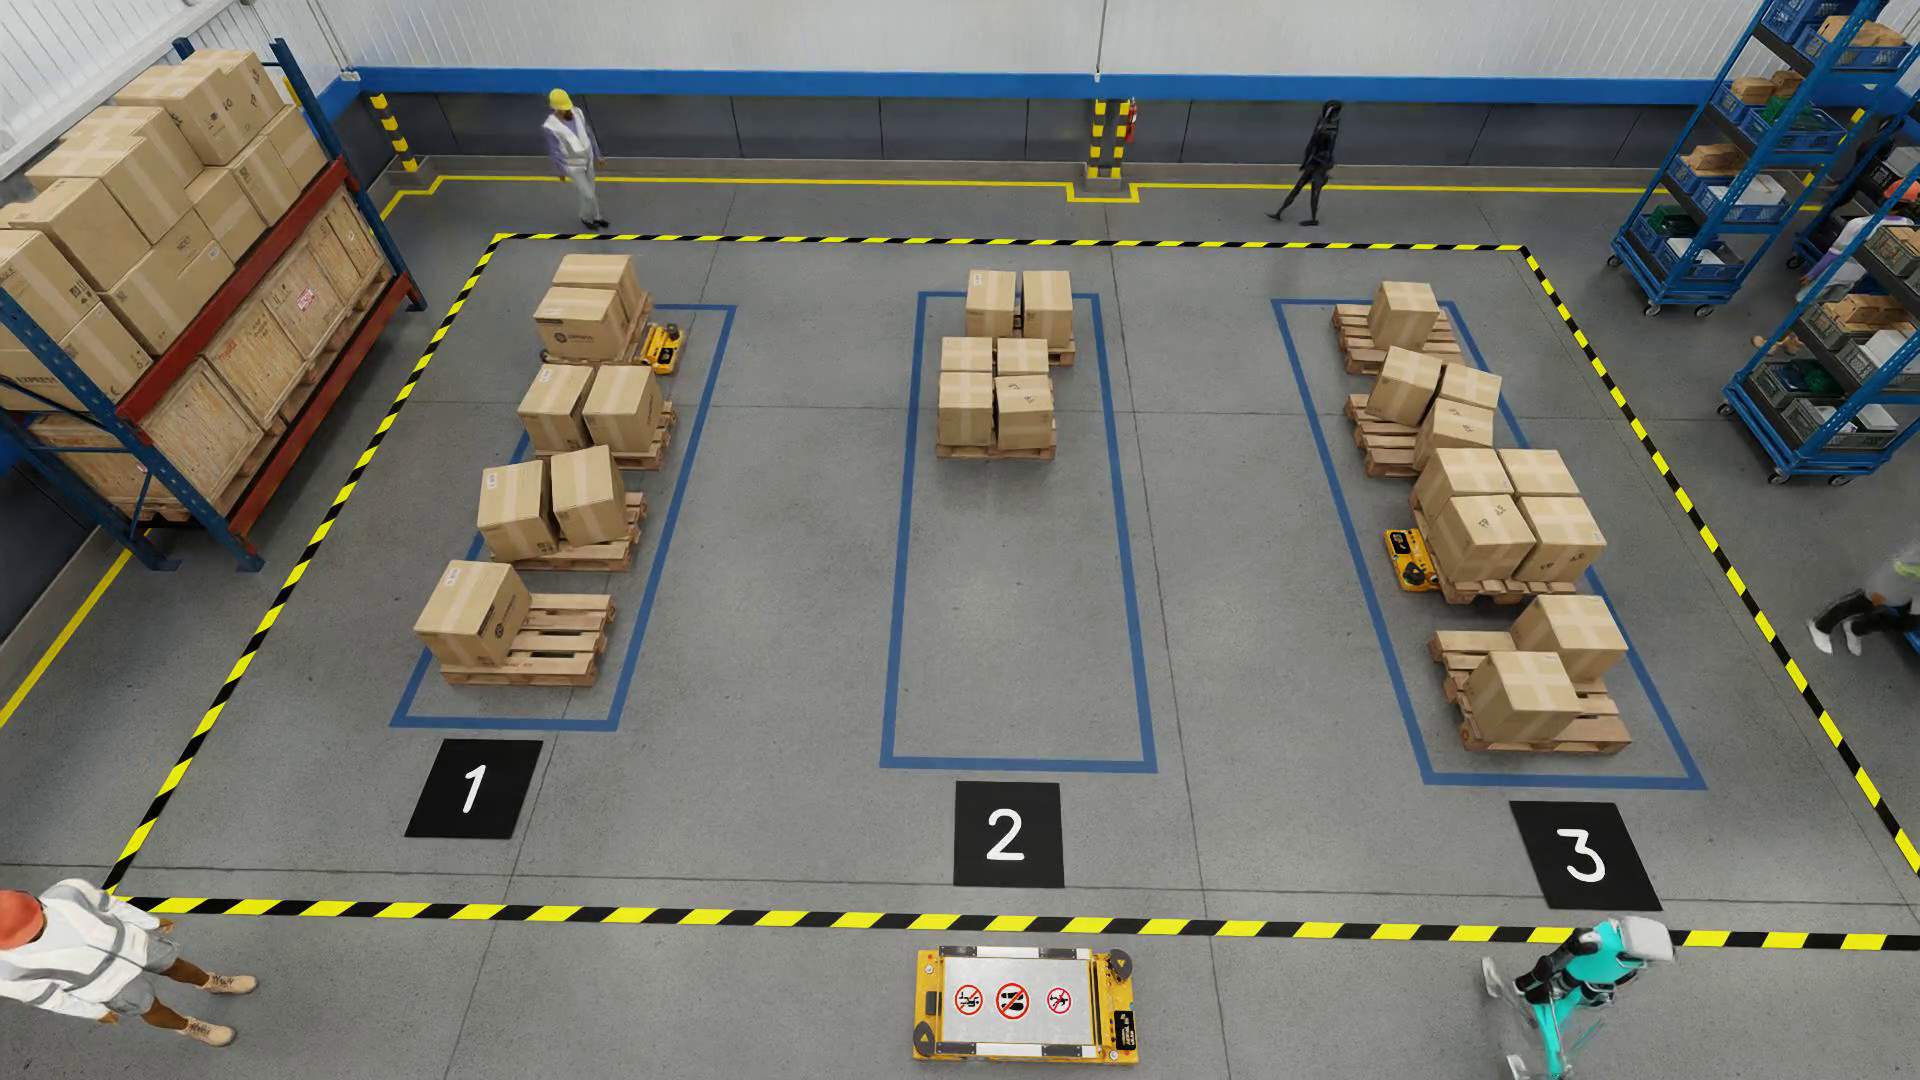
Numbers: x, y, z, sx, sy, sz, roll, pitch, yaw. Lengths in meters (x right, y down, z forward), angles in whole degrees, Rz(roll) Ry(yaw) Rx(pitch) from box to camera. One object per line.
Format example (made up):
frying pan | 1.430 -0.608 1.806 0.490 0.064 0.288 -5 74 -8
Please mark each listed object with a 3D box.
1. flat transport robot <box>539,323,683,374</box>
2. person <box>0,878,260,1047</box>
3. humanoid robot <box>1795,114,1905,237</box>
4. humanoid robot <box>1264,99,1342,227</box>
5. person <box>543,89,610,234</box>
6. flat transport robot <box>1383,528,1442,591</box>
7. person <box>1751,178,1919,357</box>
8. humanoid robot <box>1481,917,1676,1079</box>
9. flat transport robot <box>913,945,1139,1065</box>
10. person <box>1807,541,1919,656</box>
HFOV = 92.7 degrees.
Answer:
flat transport robot | -3.886 -2.154 10.224 1.431 0.197 0.652 1 51 1
person | -4.880 2.465 5.335 0.390 2.040 0.607 2 51 2
humanoid robot | 10.770 -4.289 11.070 0.375 1.641 0.597 34 59 25
humanoid robot | 4.343 -4.600 11.341 0.711 1.638 0.597 -6 51 -5
person | -4.681 -4.649 11.283 0.438 1.810 0.588 22 54 17
flat transport robot | 4.689 0.155 8.342 1.431 0.197 0.652 1 51 1
person | 9.222 -2.819 9.643 0.607 2.040 0.390 2 51 2
humanoid robot | 3.569 2.762 5.301 0.559 1.744 1.039 1 51 1
flat transport robot | 0.422 3.041 6.007 1.431 0.231 0.659 1 51 1
person | 7.474 0.341 7.195 0.590 1.839 0.474 4 51 3
